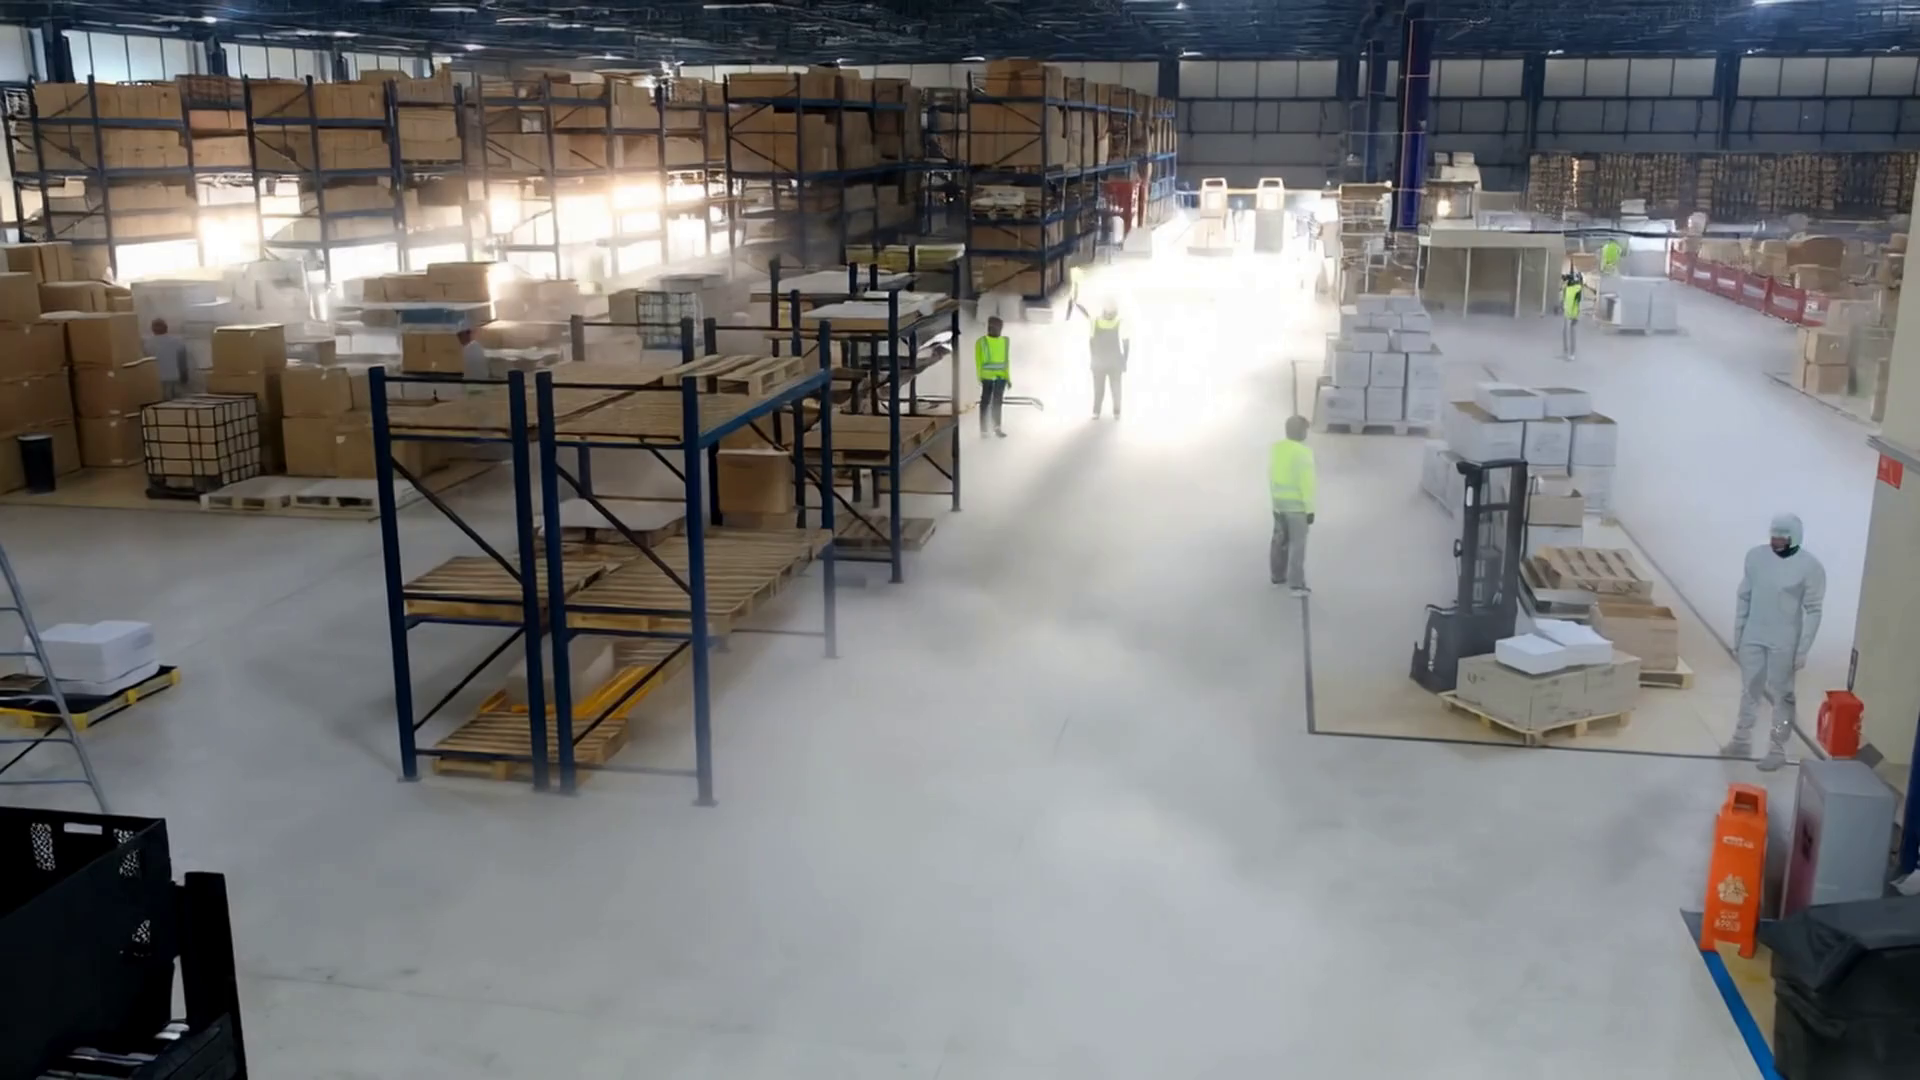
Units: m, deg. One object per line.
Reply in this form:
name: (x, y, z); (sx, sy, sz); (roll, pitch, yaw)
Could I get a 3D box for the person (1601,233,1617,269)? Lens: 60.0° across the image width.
person: (19.577, -8.451, 50.145); (0.516, 1.607, 0.334); (-7, 16, -27)

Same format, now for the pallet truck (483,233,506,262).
pallet truck: (-11.832, -7.026, 43.548); (1.885, 1.965, 0.823); (8, 16, 28)

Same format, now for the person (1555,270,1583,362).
person: (12.412, -4.558, 33.798); (0.310, 1.864, 0.532); (-4, 14, -16)

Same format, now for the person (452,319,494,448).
person: (-7.197, -2.309, 24.602); (0.528, 1.895, 0.604); (-2, 14, -8)

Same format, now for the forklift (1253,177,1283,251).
forklift: (12.083, -12.747, 64.956); (1.129, 2.768, 1.873); (3, 14, 10)

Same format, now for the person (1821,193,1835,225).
person: (41.353, -15.676, 79.090); (1.004, 1.790, 0.575); (5, 15, 18)

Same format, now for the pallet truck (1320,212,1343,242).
pallet truck: (15.874, -13.227, 70.310); (0.680, 1.201, 1.601); (10, 17, 35)

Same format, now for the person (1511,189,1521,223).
person: (27.099, -16.189, 81.111); (0.430, 1.820, 0.618); (2, 14, 7)

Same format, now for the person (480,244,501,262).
person: (-11.893, -6.630, 42.390); (0.973, 1.789, 0.628); (10, 17, 34)

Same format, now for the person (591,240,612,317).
person: (-8.999, -6.498, 41.522); (0.722, 1.934, 0.647); (-4, 14, -17)

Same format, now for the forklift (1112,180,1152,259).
forklift: (6.082, -11.722, 60.796); (1.873, 2.768, 1.129); (2, 14, 9)

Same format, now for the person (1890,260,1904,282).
person: (20.044, -5.060, 35.757); (0.966, 1.893, 0.564); (1, 14, 3)

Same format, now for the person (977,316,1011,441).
person: (0.514, -2.455, 25.223); (0.572, 1.883, 0.355); (-8, 16, -28)

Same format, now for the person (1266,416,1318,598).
person: (3.354, -0.338, 16.730); (0.429, 1.838, 0.621); (-8, 16, -31)

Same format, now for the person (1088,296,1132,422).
person: (2.379, -2.910, 26.748); (0.681, 2.000, 0.536); (7, 16, 27)

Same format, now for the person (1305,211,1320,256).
person: (13.139, -11.398, 61.947); (0.559, 1.670, 0.672); (2, 14, 6)

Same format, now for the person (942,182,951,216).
person: (-0.746, -18.735, 91.247); (0.563, 1.913, 0.634); (2, 14, 9)

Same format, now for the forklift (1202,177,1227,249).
forklift: (9.950, -12.824, 65.271); (1.129, 2.768, 1.873); (3, 14, 10)

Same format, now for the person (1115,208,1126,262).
person: (5.747, -10.878, 59.347); (0.418, 1.921, 0.568); (1, 14, 5)

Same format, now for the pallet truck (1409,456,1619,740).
pallet truck: (4.504, 0.400, 13.395); (0.823, 1.965, 1.885); (-6, 15, -23)

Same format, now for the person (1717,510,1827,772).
person: (5.951, 0.729, 12.181); (0.371, 1.940, 0.627); (-8, 16, -30)

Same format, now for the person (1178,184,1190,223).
person: (11.355, -17.095, 84.465); (0.623, 1.976, 0.760); (1, 14, 5)

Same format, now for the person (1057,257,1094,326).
person: (2.812, -5.964, 39.959); (0.853, 1.647, 0.559); (3, 14, 14)

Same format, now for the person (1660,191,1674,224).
person: (32.153, -14.918, 75.741); (0.613, 1.926, 0.694); (2, 14, 6)

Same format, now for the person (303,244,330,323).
person: (-15.702, -6.257, 40.611); (0.587, 1.911, 0.397); (-7, 15, -26)

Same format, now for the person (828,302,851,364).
person: (-2.424, -4.356, 33.444); (0.546, 1.625, 0.357); (7, 16, 27)

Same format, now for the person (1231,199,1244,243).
person: (11.614, -13.376, 69.696); (0.405, 1.823, 0.591); (-11, 18, -38)

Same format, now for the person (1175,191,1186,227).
person: (10.766, -16.146, 81.081); (0.552, 1.749, 0.438); (2, 14, 8)

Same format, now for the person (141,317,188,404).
person: (-11.851, -2.387, 24.902); (0.889, 1.914, 0.637); (12, 19, 41)
